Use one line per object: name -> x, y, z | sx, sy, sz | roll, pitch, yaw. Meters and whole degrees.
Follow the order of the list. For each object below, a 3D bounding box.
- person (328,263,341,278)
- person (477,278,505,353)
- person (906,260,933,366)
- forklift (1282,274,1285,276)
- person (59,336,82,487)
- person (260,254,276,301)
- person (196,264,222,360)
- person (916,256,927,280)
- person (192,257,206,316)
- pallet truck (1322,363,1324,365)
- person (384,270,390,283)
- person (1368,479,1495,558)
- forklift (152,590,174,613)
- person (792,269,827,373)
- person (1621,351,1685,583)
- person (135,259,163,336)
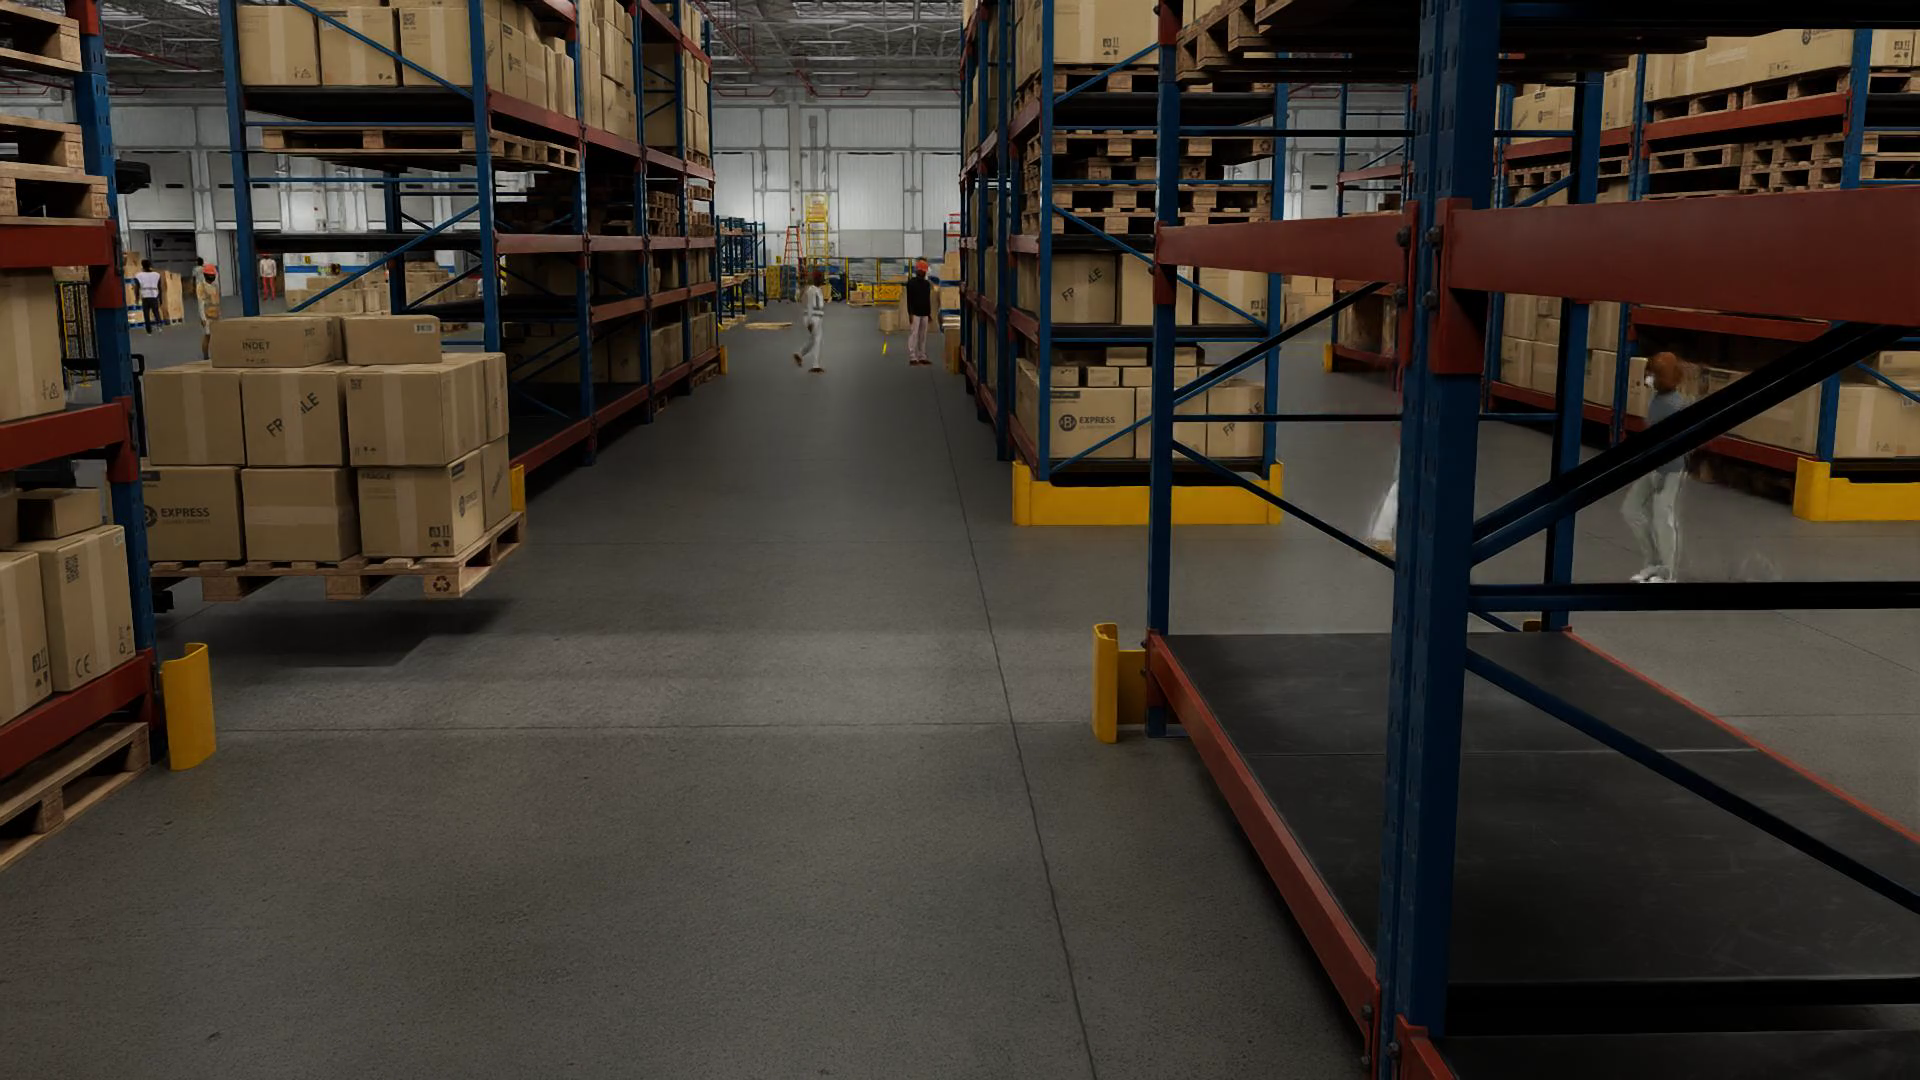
person -> -15.099, -5.744, 40.044 | 0.514, 1.843, 0.805 | 7, 12, 34
person -> -9.616, -4.743, 34.172 | 0.545, 1.938, 0.355 | -5, 11, -25
person -> -0.753, -4.291, 31.505 | 0.390, 1.990, 0.610 | 9, 14, 41
forklift -> 12.240, -10.302, 62.509 | 1.129, 2.768, 1.873 | 0, 10, -2
person -> -7.083, -0.761, 12.783 | 0.518, 1.664, 0.572 | 7, 12, 35
person -> -27.413, -10.458, 65.877 | 0.609, 1.985, 0.392 | -2, 10, -10
person -> -13.884, -4.152, 30.887 | 0.377, 1.932, 0.552 | 3, 10, 14
person -> -1.052, -7.236, 48.109 | 0.640, 1.922, 0.633 | 0, 10, 1
person -> -23.948, -7.996, 52.535 | 0.506, 1.858, 0.345 | -6, 12, -30
pallet truck -> 7.712, -4.157, 30.737 | 1.885, 1.965, 0.823 | 3, 11, 16
person -> -18.810, -8.373, 55.054 | 0.318, 1.700, 0.535 | 4, 11, 21
person -> 3.495, -0.732, 12.276 | 0.988, 1.799, 0.630 | -2, 10, -9
forklift -> -5.858, -0.811, 9.639 | 1.873, 2.768, 1.129 | -1, 10, -3
person -> -2.703, -3.934, 29.867 | 0.592, 1.865, 0.610 | 2, 10, 12
person -> 4.676, -0.462, 11.194 | 0.397, 1.613, 0.535 | 1, 10, 6
person -> -20.292, -6.060, 41.600 | 0.601, 1.904, 0.469 | -10, 14, -43
